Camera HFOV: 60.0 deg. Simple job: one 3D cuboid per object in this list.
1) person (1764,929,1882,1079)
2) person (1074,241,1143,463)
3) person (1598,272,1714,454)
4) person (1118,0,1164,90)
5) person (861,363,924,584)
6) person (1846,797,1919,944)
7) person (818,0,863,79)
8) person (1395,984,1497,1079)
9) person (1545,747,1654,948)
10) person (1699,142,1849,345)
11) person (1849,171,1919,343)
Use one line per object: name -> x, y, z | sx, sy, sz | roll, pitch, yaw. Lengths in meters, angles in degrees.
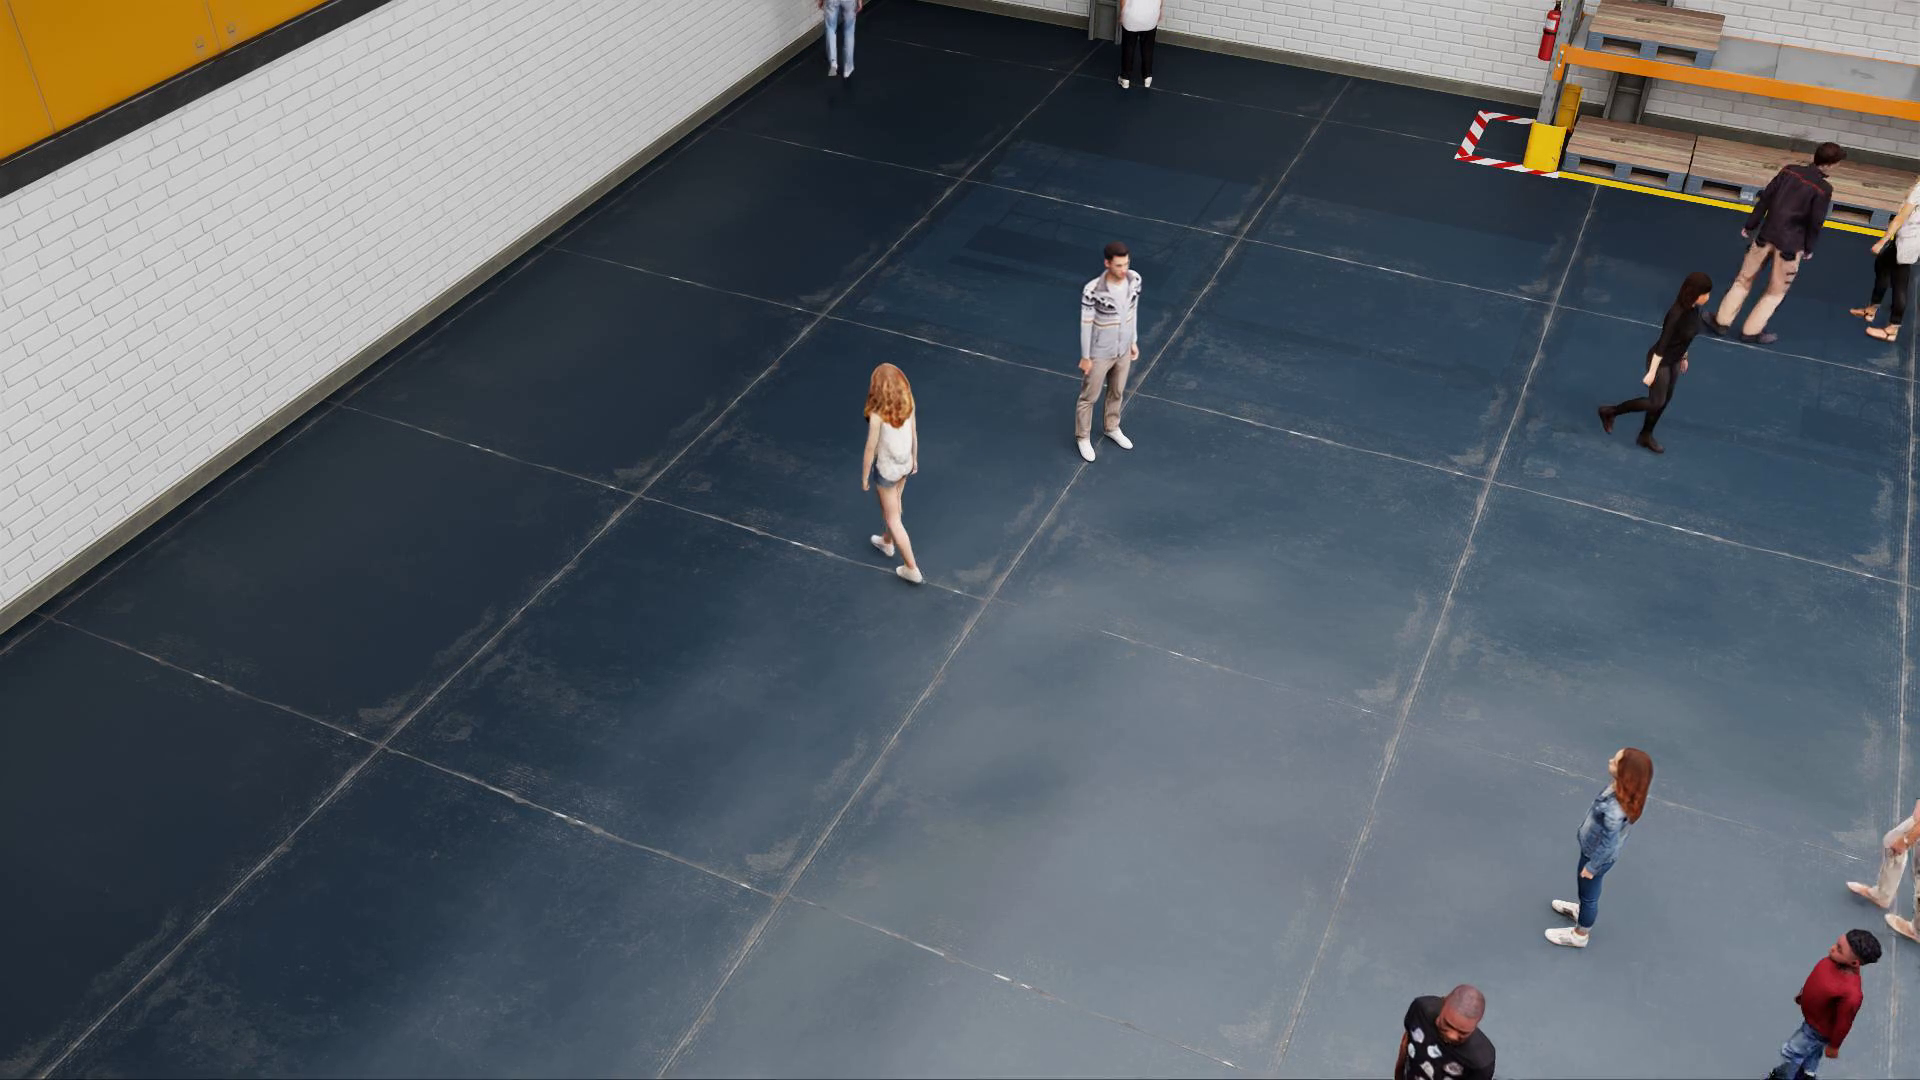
person -> 4.485, 2.442, 8.500 | 0.632, 1.245, 0.576 | 9, 39, 11
person -> 1.160, -1.510, 12.956 | 0.760, 1.860, 0.763 | -21, 43, -24
person -> 5.437, -1.415, 13.025 | 0.868, 1.623, 0.739 | 27, 46, 30
person -> 2.003, -5.909, 18.602 | 0.715, 1.688, 0.819 | -4, 39, -4
person -> -0.433, -0.442, 11.712 | 0.805, 1.742, 0.985 | -30, 47, -32
person -> 5.460, 1.654, 9.127 | 0.773, 1.694, 0.859 | -28, 47, -31
person -> -1.364, -6.034, 18.638 | 0.925, 1.838, 0.915 | 2, 39, 2
person -> 2.307, 2.627, 7.854 | 1.076, 1.762, 1.259 | -27, 46, -29
person -> 3.567, 1.700, 9.243 | 0.487, 1.476, 0.571 | 17, 42, 20
person -> 6.942, -2.548, 14.231 | 0.834, 1.891, 1.043 | 29, 47, 31
person -> 8.218, -2.505, 14.244 | 0.776, 1.808, 0.852 | -30, 48, -32
